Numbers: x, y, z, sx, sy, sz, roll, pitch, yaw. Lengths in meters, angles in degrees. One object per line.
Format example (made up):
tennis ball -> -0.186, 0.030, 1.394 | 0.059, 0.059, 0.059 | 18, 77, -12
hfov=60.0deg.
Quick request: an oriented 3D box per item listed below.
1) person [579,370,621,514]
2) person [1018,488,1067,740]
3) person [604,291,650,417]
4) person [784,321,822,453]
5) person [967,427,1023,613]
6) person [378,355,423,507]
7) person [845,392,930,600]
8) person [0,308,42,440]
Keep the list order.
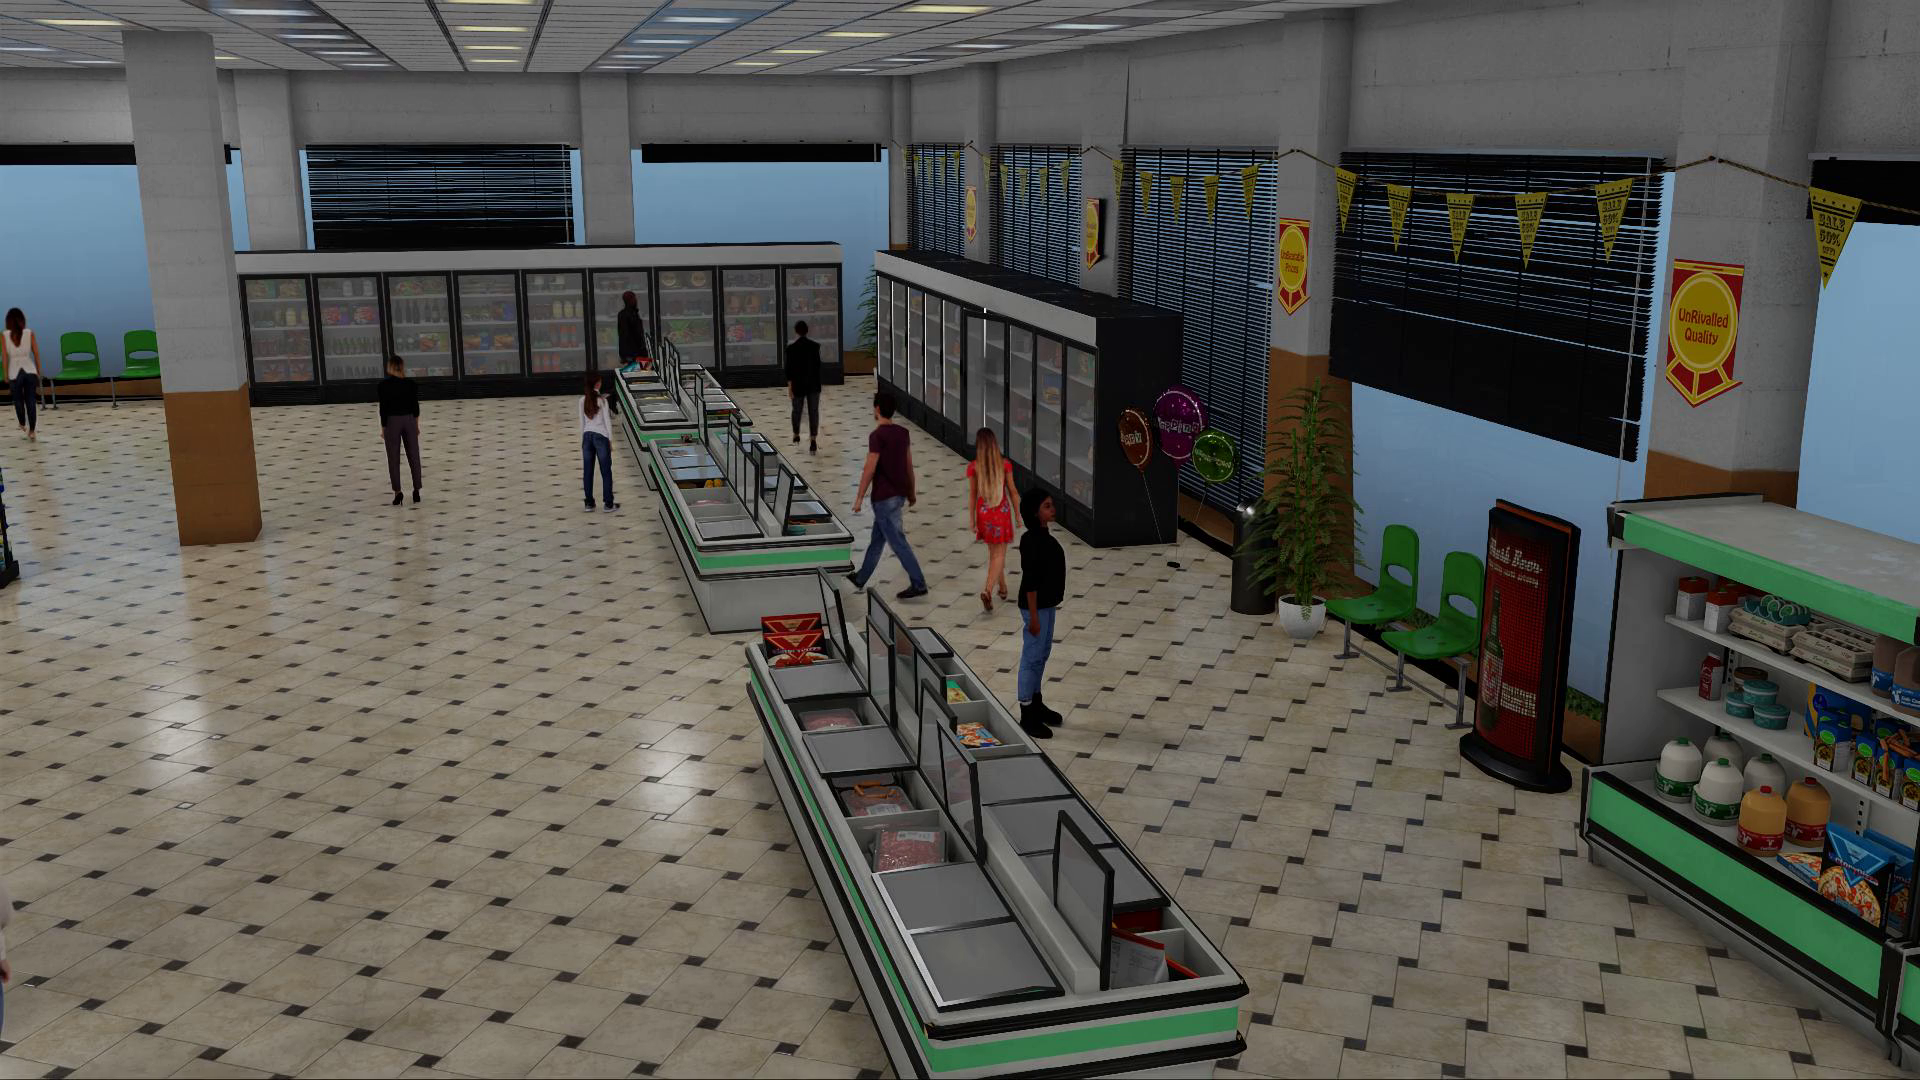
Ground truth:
person -> -3.979, -1.084, 18.156 | 0.616, 1.557, 0.643 | 3, 14, 13
person -> 0.530, 0.480, 11.402 | 0.715, 1.702, 0.629 | 4, 14, 18
person -> -4.888, -2.730, 24.437 | 1.007, 1.796, 1.186 | -10, 17, -34
person -> -1.961, -1.944, 21.458 | 0.628, 1.671, 1.035 | -4, 14, -16
person -> 0.264, -0.149, 14.311 | 0.889, 1.552, 1.118 | 3, 14, 12
person -> -6.212, -1.222, 18.481 | 0.655, 1.672, 0.627 | -9, 16, -33
person -> -0.552, -0.346, 14.621 | 1.310, 1.789, 1.244 | 7, 15, 26
person -> -12.590, -2.200, 22.357 | 0.865, 1.745, 1.160 | -9, 16, -33
